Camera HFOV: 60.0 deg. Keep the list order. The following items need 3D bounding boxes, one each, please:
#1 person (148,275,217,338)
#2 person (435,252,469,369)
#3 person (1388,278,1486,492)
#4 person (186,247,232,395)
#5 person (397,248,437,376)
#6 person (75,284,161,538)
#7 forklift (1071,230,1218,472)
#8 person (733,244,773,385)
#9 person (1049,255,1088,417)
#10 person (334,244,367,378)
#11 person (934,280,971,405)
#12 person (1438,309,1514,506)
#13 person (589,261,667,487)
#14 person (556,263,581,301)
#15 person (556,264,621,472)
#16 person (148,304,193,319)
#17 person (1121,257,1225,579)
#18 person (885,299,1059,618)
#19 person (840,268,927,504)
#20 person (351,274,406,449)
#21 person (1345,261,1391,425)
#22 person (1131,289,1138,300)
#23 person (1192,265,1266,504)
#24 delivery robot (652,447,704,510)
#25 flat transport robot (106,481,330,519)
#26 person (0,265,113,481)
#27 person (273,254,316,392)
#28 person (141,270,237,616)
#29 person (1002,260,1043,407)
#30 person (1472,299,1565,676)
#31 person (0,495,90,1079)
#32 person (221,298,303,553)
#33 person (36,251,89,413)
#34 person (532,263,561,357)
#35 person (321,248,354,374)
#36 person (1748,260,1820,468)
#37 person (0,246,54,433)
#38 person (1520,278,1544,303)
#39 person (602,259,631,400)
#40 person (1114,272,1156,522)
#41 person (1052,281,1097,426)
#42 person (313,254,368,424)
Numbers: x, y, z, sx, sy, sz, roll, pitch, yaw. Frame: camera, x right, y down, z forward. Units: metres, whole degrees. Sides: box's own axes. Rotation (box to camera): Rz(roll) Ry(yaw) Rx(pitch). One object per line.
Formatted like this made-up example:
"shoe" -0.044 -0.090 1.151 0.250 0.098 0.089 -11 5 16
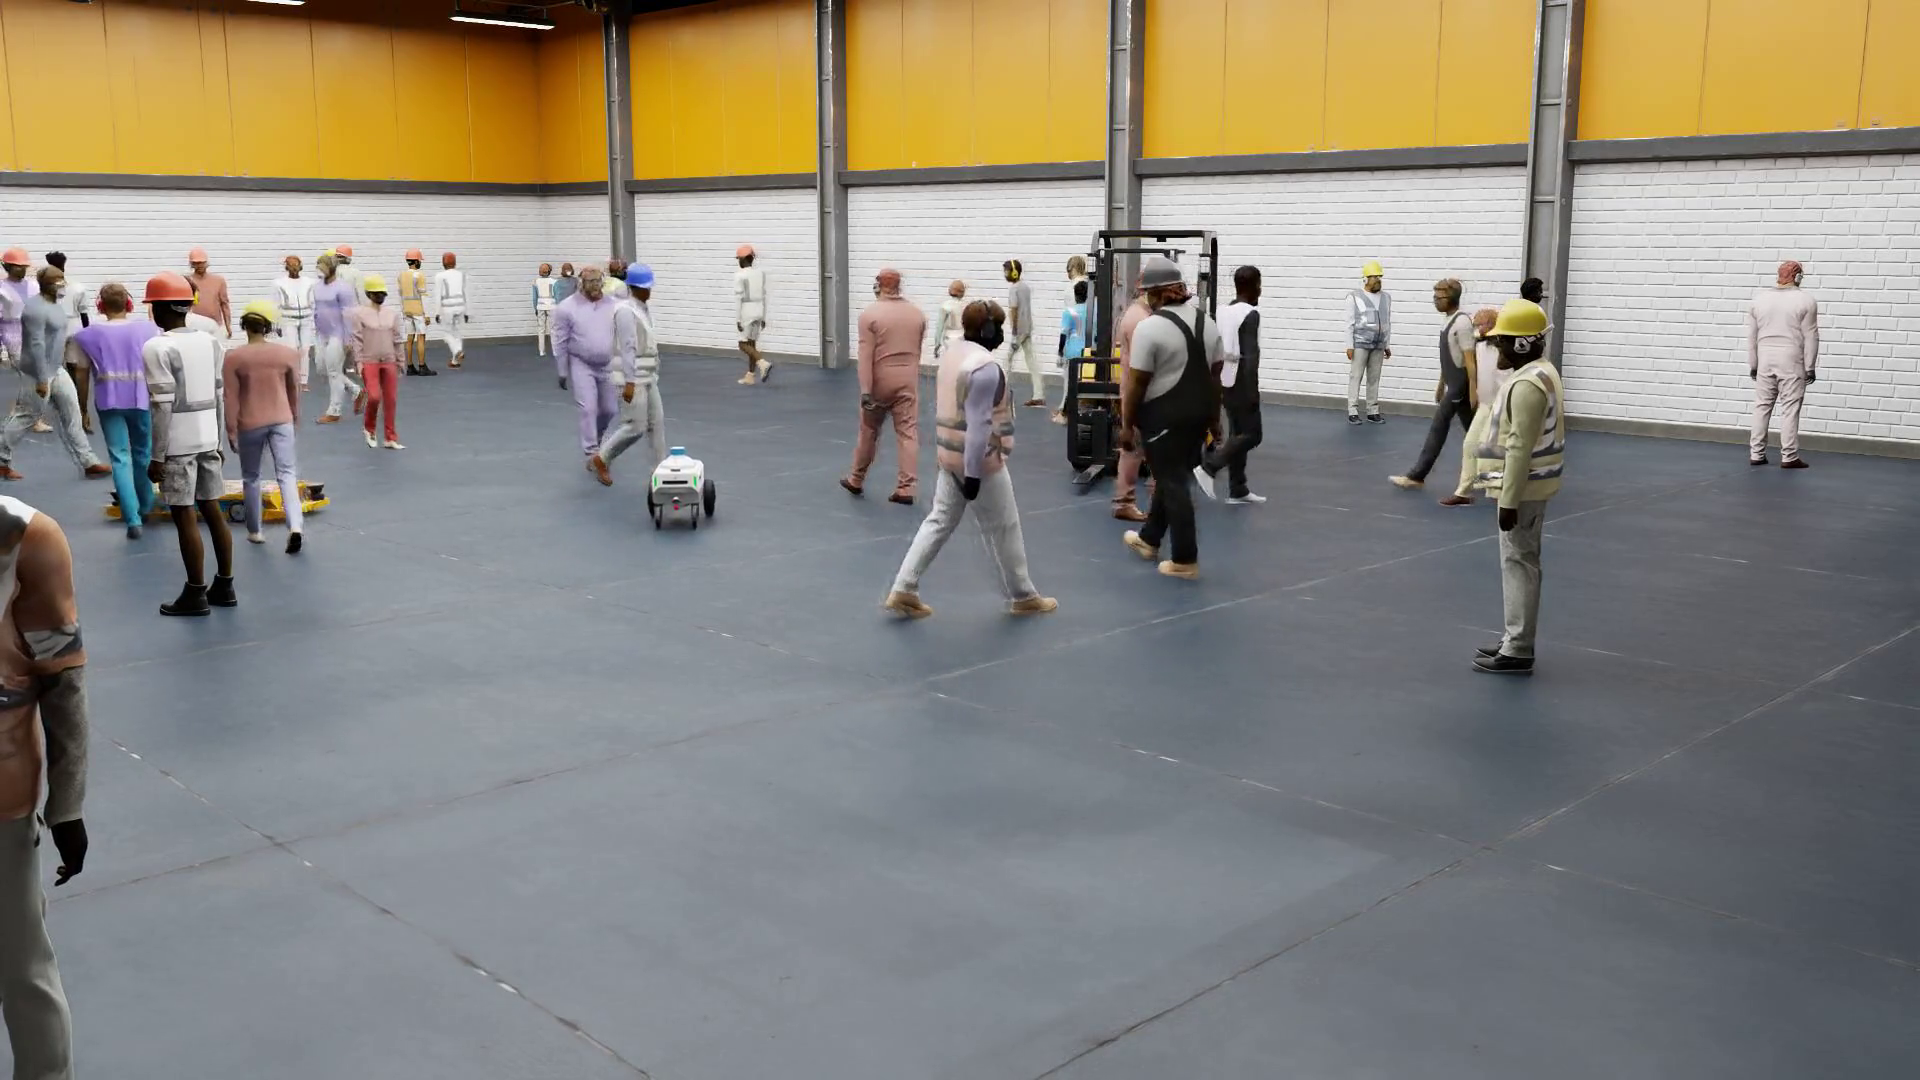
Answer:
"person" -5.962 -1.120 12.826 0.532 1.832 0.829 -7 13 -35
"person" -8.031 -3.624 26.368 0.491 1.872 0.606 9 14 41
"person" 4.119 -1.265 13.774 0.965 1.787 0.547 2 11 11
"person" -9.744 -2.779 21.463 0.643 1.976 0.427 -7 12 -32
"person" -8.263 -3.459 25.271 0.552 1.942 0.342 6 12 28
"person" -6.017 -0.941 11.977 0.583 1.780 0.985 -6 12 -30
"forklift" 1.804 -1.825 15.677 1.214 2.155 2.313 2 11 13
"person" -2.915 -3.168 23.496 0.702 2.017 0.605 9 14 40
"person" 1.447 -2.381 19.492 0.727 1.913 0.642 5 11 23
"person" -9.201 -3.434 24.988 0.610 1.996 0.378 1 10 5
"person" -0.053 -2.339 20.120 0.542 1.584 0.860 -7 13 -34
"person" 4.224 -1.021 13.023 0.776 1.564 0.526 -4 11 -19
"person" -2.688 -1.331 13.729 0.722 1.920 0.647 2 11 9
"person" -7.378 -4.444 31.554 0.517 1.598 0.767 -9 14 -40
"person" -3.377 -1.588 15.263 0.656 1.887 0.757 -6 12 -28
"person" -9.030 -2.175 19.102 0.307 1.641 0.511 9 14 40
"person" 1.247 -0.809 10.556 0.700 2.000 0.961 -9 13 -39
"person" 0.032 -0.439 9.249 0.982 1.796 0.629 -5 11 -23
"person" -0.618 -1.249 13.434 0.652 1.858 0.972 -6 12 -30
"person" -5.740 -1.742 16.453 0.437 1.747 0.536 10 14 44
"person" 4.635 -2.226 18.840 0.590 1.837 0.403 -4 11 -20
"person" 2.219 -2.192 18.643 0.633 1.840 0.429 -5 12 -27
"person" 2.152 -1.208 13.111 0.550 1.901 0.616 -2 11 -11
"delivery robot" -2.099 -0.452 12.406 0.477 0.478 0.707 -1 10 -5
"flat transport robot" -5.653 -0.316 12.696 1.431 0.197 0.652 1 10 5
"person" -7.994 -1.438 14.453 1.034 1.886 0.667 -1 10 -6
"person" -9.004 -2.940 22.629 0.572 1.868 0.430 -7 12 -33
"person" -4.375 -0.538 9.361 0.371 1.935 0.551 3 11 15
"person" 0.659 -2.567 20.725 0.903 1.818 0.603 7 12 32
"person" 2.725 -0.255 8.127 0.403 1.826 0.592 5 11 24
"person" -2.156 0.540 3.510 0.594 1.925 0.368 -1 10 -6
"person" -4.704 -0.780 11.278 0.513 1.718 0.906 -7 12 -33
"person" -10.652 -2.441 19.705 0.628 1.943 0.517 -9 13 -39
"person" -7.267 -4.044 29.293 0.511 1.640 0.308 2 11 11
"person" -9.568 -3.489 25.494 0.385 1.926 0.621 4 11 20
"person" 7.587 -1.613 15.316 0.406 1.905 0.636 -8 13 -35
"person" -10.227 -2.182 18.115 0.845 2.018 0.621 5 12 26
"person" 5.959 -1.915 17.551 0.321 1.690 0.530 3 11 18
"person" -4.414 -2.707 21.491 0.456 1.823 0.645 -6 12 -32
"person" 1.415 -1.059 12.388 0.557 1.887 0.724 3 11 17
"person" 1.345 -2.044 18.410 0.551 1.635 0.887 -9 14 -41
"person" -7.094 -2.290 18.956 0.644 1.924 0.663 7 13 34
